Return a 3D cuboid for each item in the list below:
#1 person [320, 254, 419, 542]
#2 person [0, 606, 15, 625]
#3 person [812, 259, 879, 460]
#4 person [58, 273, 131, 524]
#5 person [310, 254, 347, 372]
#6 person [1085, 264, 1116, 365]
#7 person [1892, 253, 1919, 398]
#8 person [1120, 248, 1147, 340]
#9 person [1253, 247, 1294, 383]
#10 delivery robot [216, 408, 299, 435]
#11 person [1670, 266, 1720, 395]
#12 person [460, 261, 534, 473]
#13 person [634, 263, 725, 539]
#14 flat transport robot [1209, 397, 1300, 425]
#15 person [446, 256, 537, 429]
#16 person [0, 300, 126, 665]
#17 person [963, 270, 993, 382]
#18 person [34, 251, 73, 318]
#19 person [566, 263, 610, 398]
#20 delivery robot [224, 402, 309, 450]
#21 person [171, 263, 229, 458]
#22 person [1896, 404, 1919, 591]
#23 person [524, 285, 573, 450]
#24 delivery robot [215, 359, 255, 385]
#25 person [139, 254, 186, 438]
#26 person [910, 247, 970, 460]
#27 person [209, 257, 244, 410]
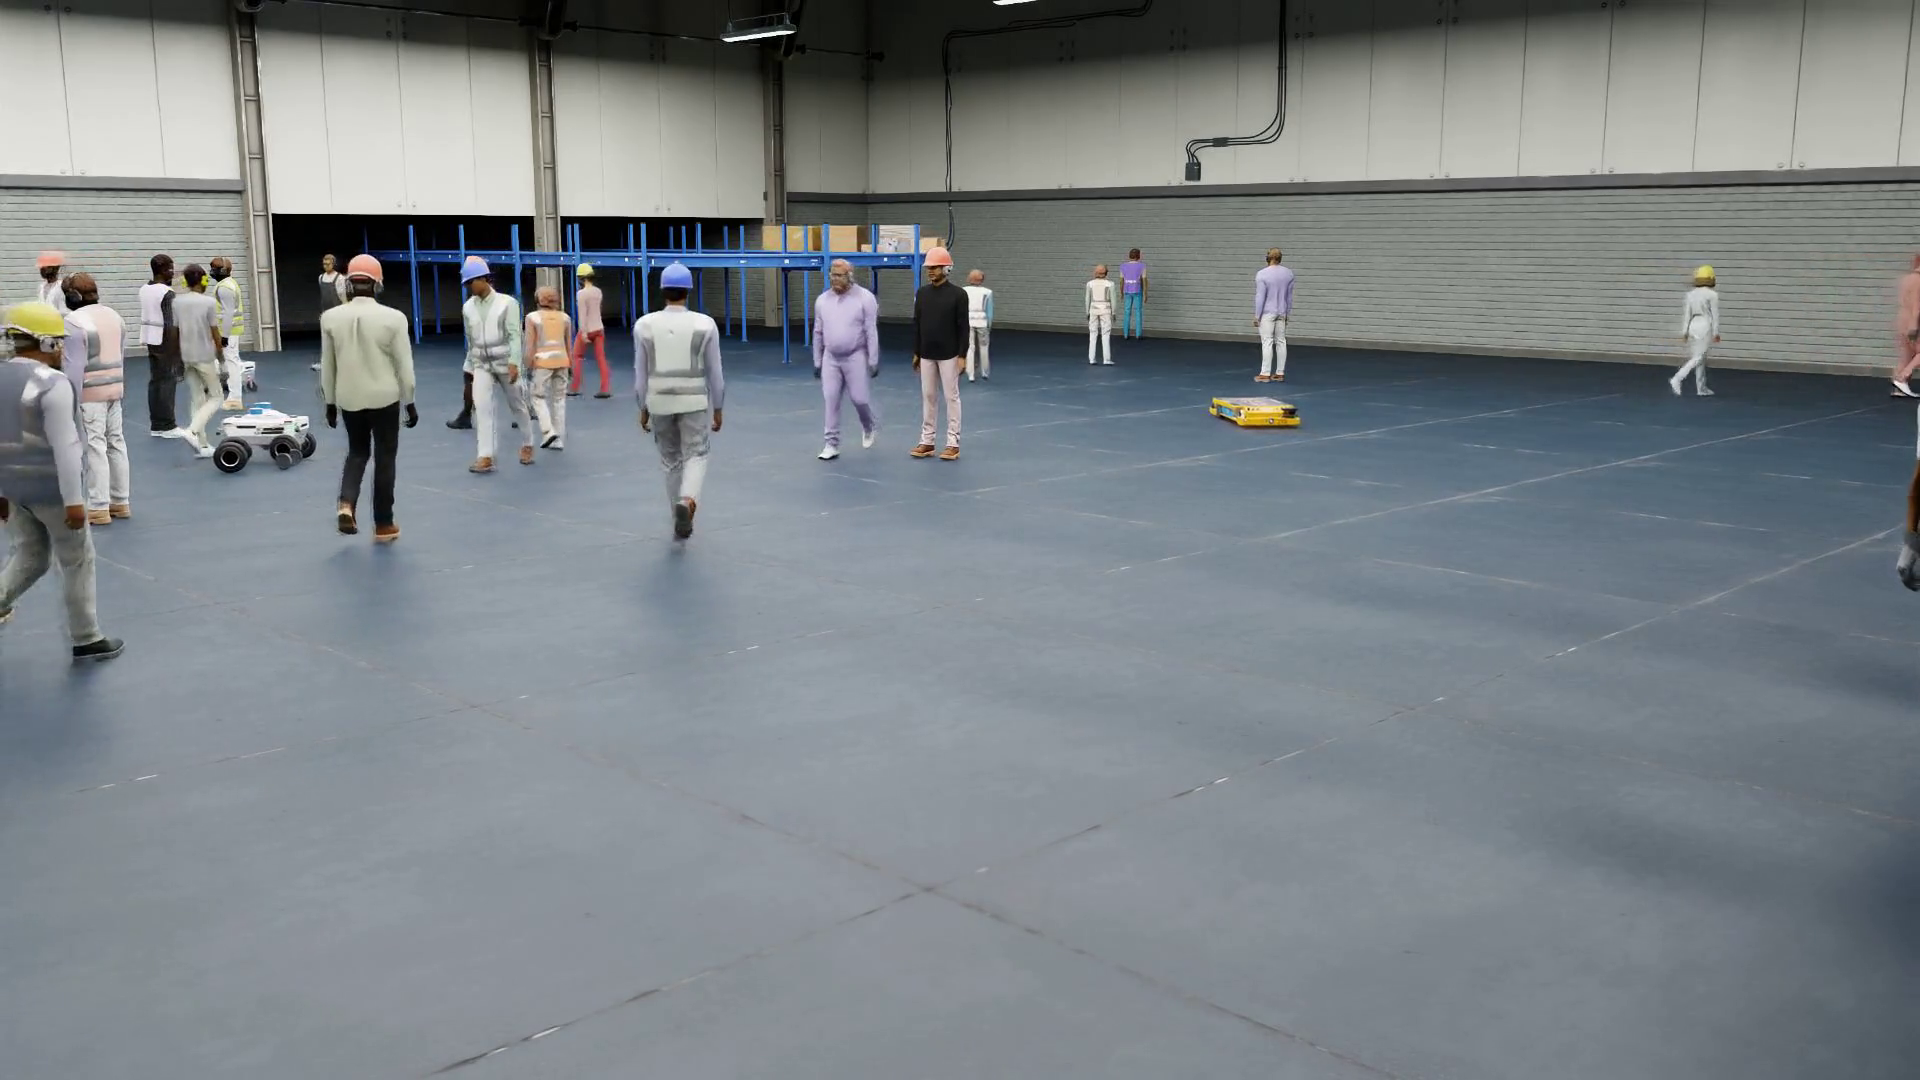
[{"bbox_3d":[-4.071,-0.971,11.480,0.630,1.978,0.473,1,10,4],"label":"person"},{"bbox_3d":[-5.339,-0.501,8.994,0.643,1.949,0.466,5,12,27],"label":"person"},{"bbox_3d":[-1.086,-1.732,15.870,0.693,1.889,0.682,3,11,18],"label":"person"},{"bbox_3d":[-6.423,-1.048,12.299,0.429,1.840,0.624,1,10,5],"label":"person"},{"bbox_3d":[-9.791,-3.528,25.890,0.535,1.809,0.795,4,11,18],"label":"person"},{"bbox_3d":[2.302,-3.681,27.200,0.523,1.636,0.310,5,11,25],"label":"person"},{"bbox_3d":[12.444,-2.784,21.619,0.435,1.889,0.678,4,11,20],"label":"person"},{"bbox_3d":[3.533,-5.013,33.896,0.573,1.844,0.376,4,11,23],"label":"person"},{"bbox_3d":[4.521,-3.258,24.072,0.631,1.940,0.372,-5,12,-26],"label":"person"},{"bbox_3d":[-6.417,-1.091,15.184,0.698,0.223,0.335,-4,11,-19],"label":"delivery robot"},{"bbox_3d":[9.741,-2.764,21.992,0.764,1.716,0.486,-3,11,-17],"label":"person"},{"bbox_3d":[-4.208,-1.598,15.180,0.630,1.887,0.969,2,11,11],"label":"person"},{"bbox_3d":[-1.943,-0.939,11.490,0.618,1.922,0.765,0,10,1],"label":"person"},{"bbox_3d":[3.366,-1.489,19.093,0.652,0.197,1.431,-1,10,-6],"label":"flat transport robot"},{"bbox_3d":[-5.171,-2.170,18.280,0.974,1.900,0.543,1,10,6],"label":"person"},{"bbox_3d":[-4.518,-0.253,8.068,0.593,1.804,0.710,5,12,27],"label":"person"},{"bbox_3d":[0.235,-3.118,24.235,0.520,1.600,0.846,1,10,5],"label":"person"},{"bbox_3d":[-10.521,-2.393,19.376,0.544,1.922,0.490,6,12,28],"label":"person"},{"bbox_3d":[-4.924,-2.737,21.792,0.790,1.738,0.533,5,12,28],"label":"person"},{"bbox_3d":[-6.541,-1.055,15.687,0.707,0.478,0.477,0,10,-1],"label":"delivery robot"},{"bbox_3d":[-7.231,-1.688,15.754,0.554,1.851,0.499,3,11,15],"label":"person"},{"bbox_3d":[4.042,-0.002,6.615,0.506,1.836,0.918,8,13,38],"label":"person"},{"bbox_3d":[-4.033,-1.693,16.413,0.533,1.620,0.444,-9,14,-39],"label":"person"},{"bbox_3d":[-9.958,-2.318,22.584,0.707,0.478,0.477,2,11,12],"label":"delivery robot"},{"bbox_3d":[-8.394,-2.037,17.497,0.589,1.912,0.372,8,13,37],"label":"person"},{"bbox_3d":[-0.200,-1.768,15.792,0.609,1.996,0.383,7,12,33],"label":"person"},{"bbox_3d":[-8.966,-2.517,20.298,0.429,1.843,0.633,-4,11,-20],"label":"person"}]
